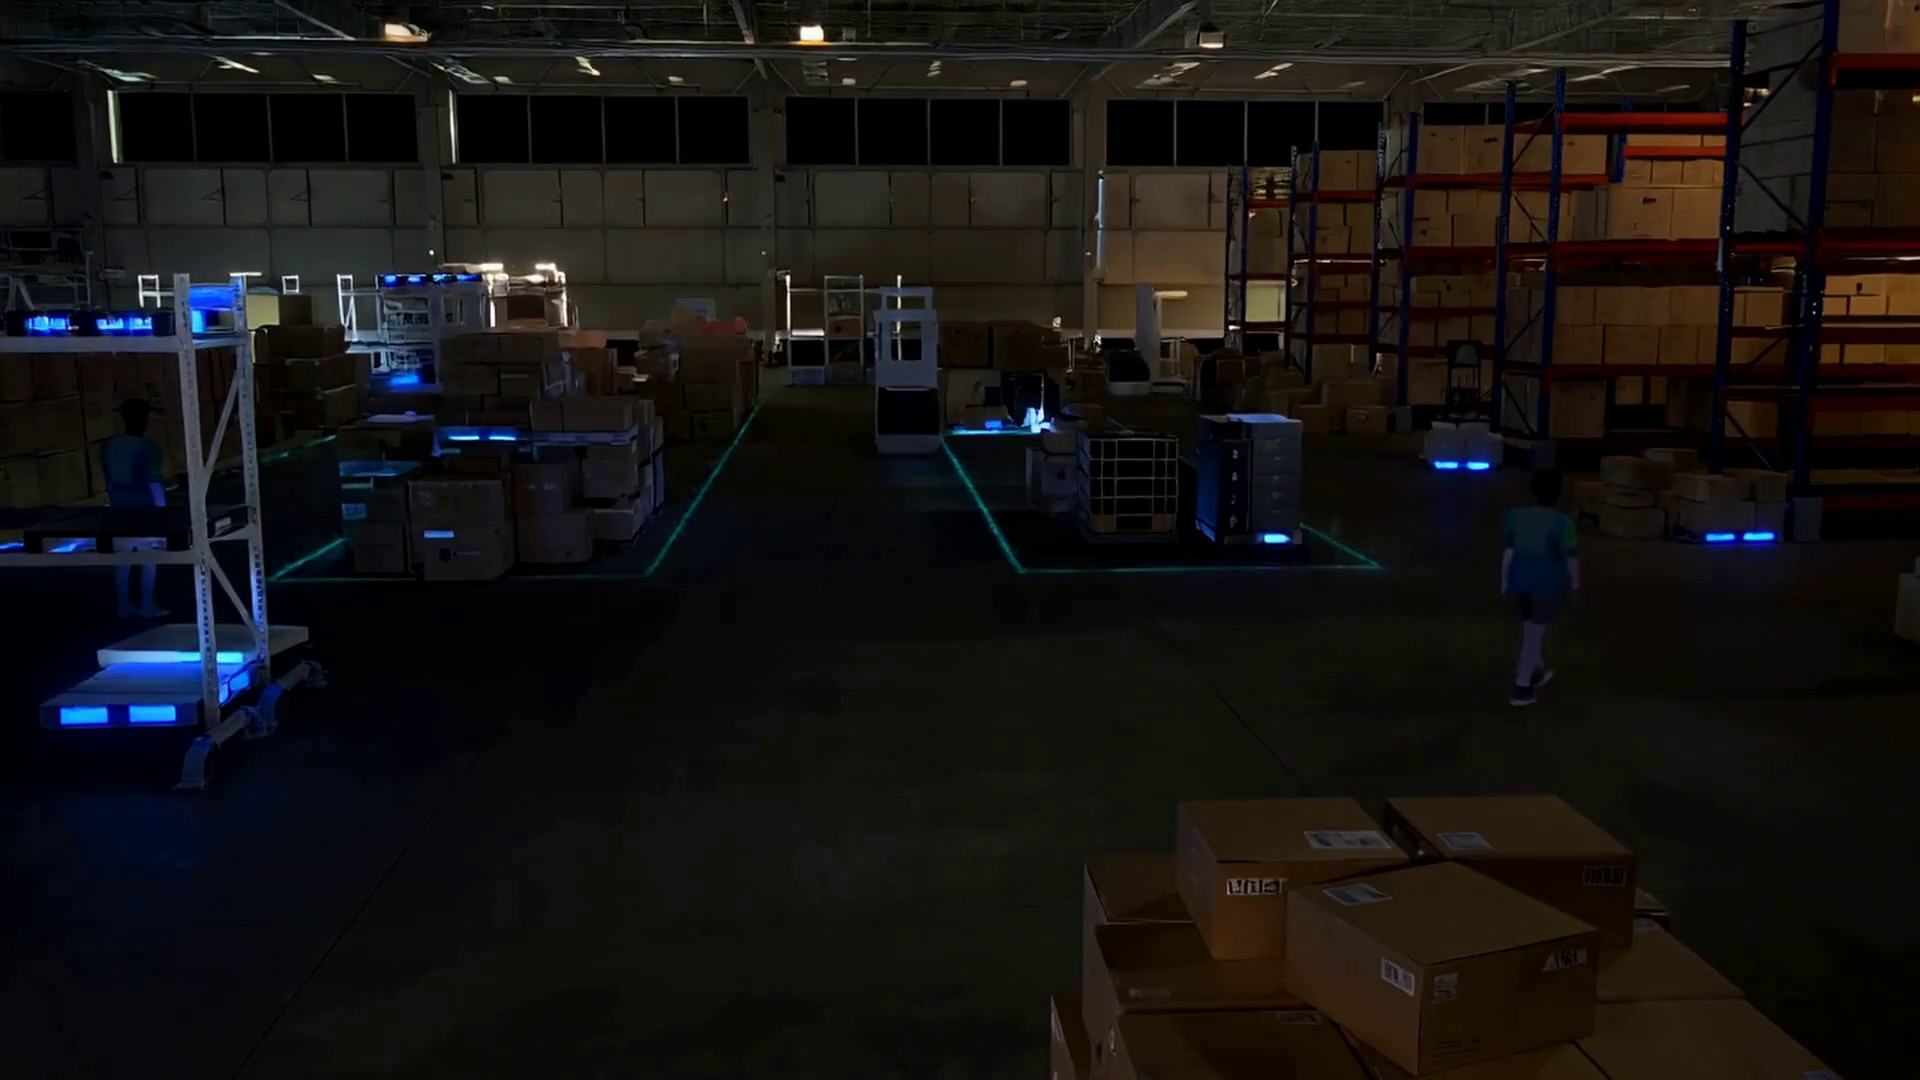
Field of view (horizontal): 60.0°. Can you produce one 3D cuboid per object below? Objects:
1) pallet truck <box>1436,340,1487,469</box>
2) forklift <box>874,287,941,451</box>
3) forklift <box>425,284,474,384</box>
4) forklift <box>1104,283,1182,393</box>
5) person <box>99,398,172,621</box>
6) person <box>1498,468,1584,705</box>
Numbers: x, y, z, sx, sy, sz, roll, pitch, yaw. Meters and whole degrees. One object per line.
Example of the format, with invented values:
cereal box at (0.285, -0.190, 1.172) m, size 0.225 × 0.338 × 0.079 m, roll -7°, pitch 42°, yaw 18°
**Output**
pallet truck at (8.004, -2.170, 26.422) m, size 0.823 × 1.965 × 1.885 m, roll 2°, pitch 9°, yaw 14°
forklift at (-0.927, -3.016, 28.969) m, size 1.129 × 2.768 × 1.873 m, roll -1°, pitch 9°, yaw -4°
forklift at (-11.460, -4.404, 37.686) m, size 1.129 × 2.768 × 1.873 m, roll -5°, pitch 10°, yaw -28°
forklift at (4.685, -5.176, 42.529) m, size 1.873 × 2.768 × 1.129 m, roll -1°, pitch 9°, yaw -3°
person at (-7.221, -0.263, 14.600) m, size 0.607 × 1.955 × 0.376 m, roll 2°, pitch 9°, yaw 15°
person at (4.180, 0.315, 11.846) m, size 0.822 × 1.656 × 0.555 m, roll -8°, pitch 12°, yaw -40°
